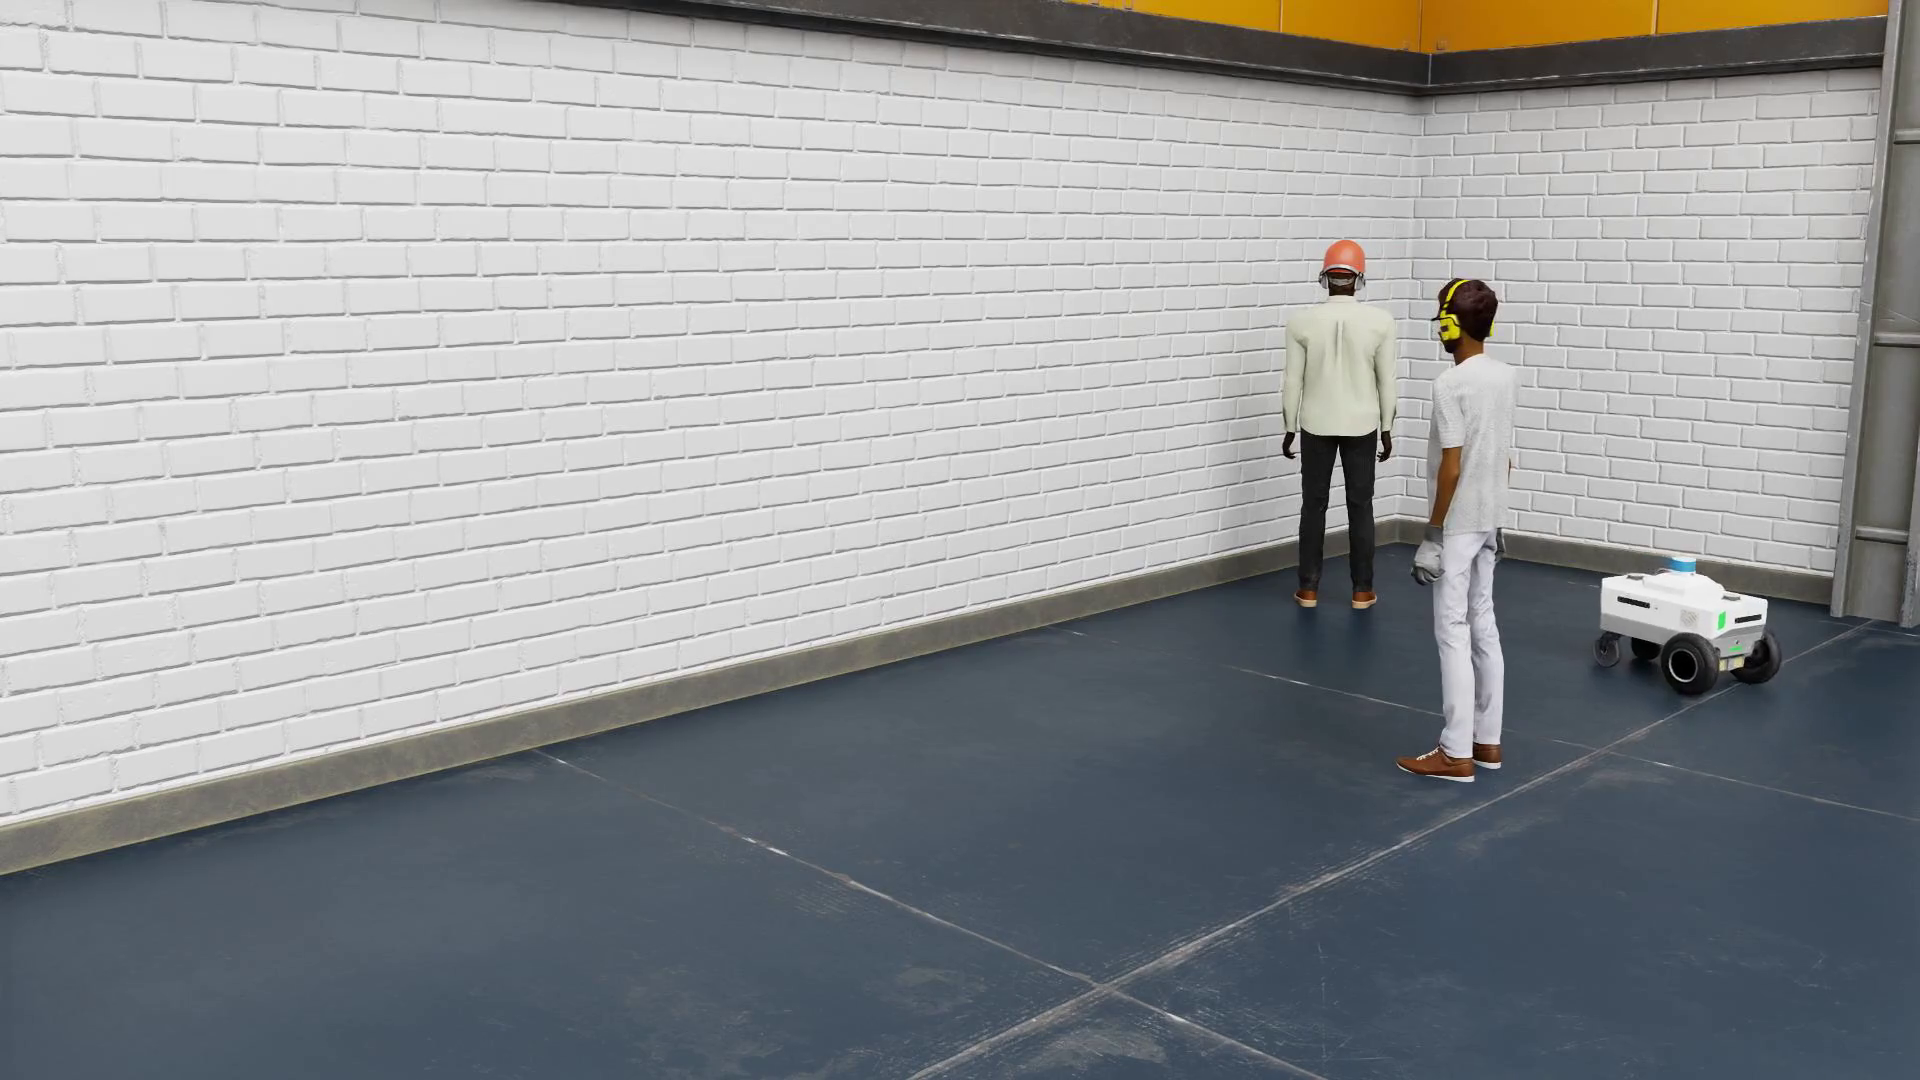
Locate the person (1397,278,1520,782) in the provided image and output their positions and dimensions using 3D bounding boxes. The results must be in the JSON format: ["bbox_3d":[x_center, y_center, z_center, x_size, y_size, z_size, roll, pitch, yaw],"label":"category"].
[{"bbox_3d":[1.869,-0.032,6.198,0.532,1.864,0.312,-10,14,-42],"label":"person"}]

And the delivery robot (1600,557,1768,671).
[{"bbox_3d":[3.290,0.320,7.599,0.477,0.478,0.707,-5,12,-27],"label":"delivery robot"}]

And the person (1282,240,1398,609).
[{"bbox_3d":[2.054,-0.618,9.034,0.611,1.996,0.379,2,11,13],"label":"person"}]
